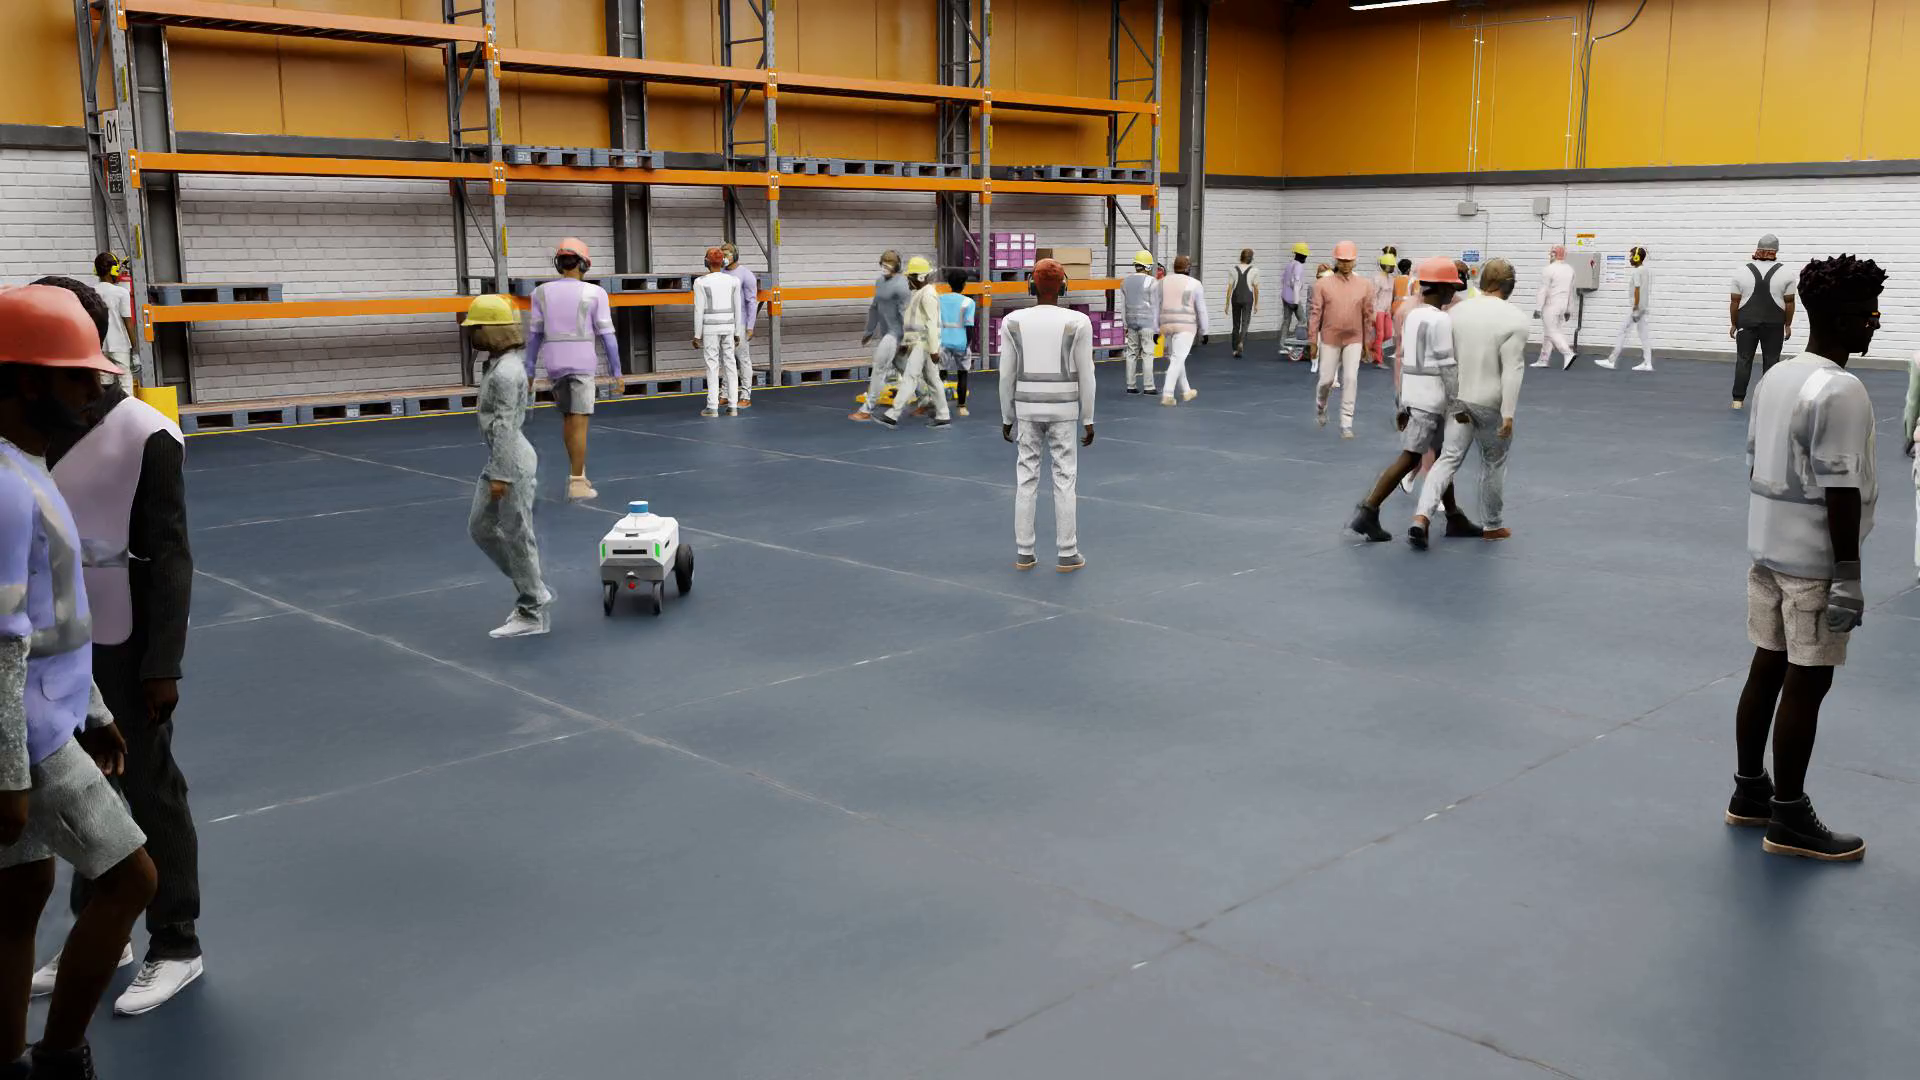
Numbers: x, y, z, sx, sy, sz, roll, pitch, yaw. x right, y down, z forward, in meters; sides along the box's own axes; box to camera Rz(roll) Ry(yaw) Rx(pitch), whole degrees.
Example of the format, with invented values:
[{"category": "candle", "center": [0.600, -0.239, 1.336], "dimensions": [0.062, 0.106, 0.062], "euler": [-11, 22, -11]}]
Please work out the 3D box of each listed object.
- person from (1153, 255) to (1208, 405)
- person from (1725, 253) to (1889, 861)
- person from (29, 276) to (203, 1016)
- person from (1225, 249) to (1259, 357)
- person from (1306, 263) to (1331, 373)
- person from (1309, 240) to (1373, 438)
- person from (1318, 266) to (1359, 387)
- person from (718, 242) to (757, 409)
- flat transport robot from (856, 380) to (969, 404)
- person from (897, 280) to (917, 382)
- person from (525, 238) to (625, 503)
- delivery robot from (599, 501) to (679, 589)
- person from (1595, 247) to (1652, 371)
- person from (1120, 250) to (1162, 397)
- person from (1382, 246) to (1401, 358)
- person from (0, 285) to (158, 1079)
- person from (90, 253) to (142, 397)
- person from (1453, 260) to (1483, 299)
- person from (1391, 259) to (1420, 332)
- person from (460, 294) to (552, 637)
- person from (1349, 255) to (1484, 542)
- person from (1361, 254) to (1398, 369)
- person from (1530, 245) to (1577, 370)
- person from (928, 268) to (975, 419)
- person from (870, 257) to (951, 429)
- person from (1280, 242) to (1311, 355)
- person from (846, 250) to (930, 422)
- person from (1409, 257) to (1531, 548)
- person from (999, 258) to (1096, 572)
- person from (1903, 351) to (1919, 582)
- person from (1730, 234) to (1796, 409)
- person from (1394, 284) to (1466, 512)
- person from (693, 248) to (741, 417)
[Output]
[{"category": "person", "center": [2.664, -2.520, 19.984], "dimensions": [0.649, 1.789, 0.975], "euler": [8, 13, 36]}, {"category": "person", "center": [2.789, 0.052, 5.459], "dimensions": [0.361, 1.965, 0.613], "euler": [0, 10, 2]}, {"category": "person", "center": [-2.257, 0.276, 4.374], "dimensions": [0.592, 1.920, 0.392], "euler": [4, 11, 21]}, {"category": "person", "center": [4.686, -3.945, 27.734], "dimensions": [0.572, 1.810, 0.780], "euler": [3, 11, 17]}, {"category": "person", "center": [5.339, -3.250, 24.419], "dimensions": [0.515, 1.611, 0.506], "euler": [2, 11, 11]}, {"category": "person", "center": [3.850, -2.037, 16.853], "dimensions": [0.623, 1.976, 0.725], "euler": [0, 10, 2]}, {"category": "person", "center": [5.057, -2.967, 22.333], "dimensions": [0.636, 1.829, 0.592], "euler": [-2, 11, -10]}, {"category": "person", "center": [-2.657, -2.509, 19.507], "dimensions": [0.629, 1.940, 0.376], "euler": [6, 12, 29]}, {"category": "flat transport robot", "center": [-0.568, -1.812, 20.254], "dimensions": [0.652, 0.197, 1.431], "euler": [7, 13, 35]}, {"category": "person", "center": [-0.568, -2.828, 22.186], "dimensions": [0.526, 1.579, 0.864], "euler": [8, 13, 38]}, {"category": "person", "center": [-2.964, -1.310, 12.815], "dimensions": [0.759, 1.986, 0.791], "euler": [2, 11, 12]}, {"category": "delivery robot", "center": [-1.765, 0.030, 9.180], "dimensions": [0.477, 0.478, 0.707], "euler": [0, 10, -2]}, {"category": "person", "center": [10.077, -3.477, 25.060], "dimensions": [0.902, 1.828, 0.565], "euler": [9, 14, 41]}, {"category": "person", "center": [2.300, -2.719, 20.942], "dimensions": [0.586, 1.833, 0.403], "euler": [9, 14, 41]}, {"category": "person", "center": [7.006, -3.928, 27.546], "dimensions": [0.936, 1.824, 0.515], "euler": [5, 12, 25]}, {"category": "person", "center": [-2.012, 0.406, 3.671], "dimensions": [0.504, 1.913, 0.538], "euler": [-7, 12, -33]}, {"category": "person", "center": [-7.873, -1.735, 15.491], "dimensions": [0.512, 1.865, 0.329], "euler": [1, 10, 7]}, {"category": "person", "center": [4.935, -1.913, 16.685], "dimensions": [0.607, 1.796, 0.937], "euler": [1, 10, 7]}, {"category": "person", "center": [6.769, -3.450, 25.349], "dimensions": [0.457, 1.666, 0.592], "euler": [-10, 14, -43]}, {"category": "person", "center": [-2.291, -0.359, 8.343], "dimensions": [0.380, 1.731, 0.486], "euler": [-5, 11, -24]}, {"category": "person", "center": [3.058, -0.925, 10.993], "dimensions": [0.984, 1.899, 0.543], "euler": [0, 10, -2]}, {"category": "person", "center": [6.363, -3.465, 25.244], "dimensions": [0.537, 1.752, 0.524], "euler": [-10, 14, -44]}, {"category": "person", "center": [9.048, -3.519, 25.198], "dimensions": [0.647, 1.883, 0.867], "euler": [-7, 13, -34]}, {"category": "person", "center": [-0.103, -2.144, 18.258], "dimensions": [0.532, 1.666, 0.778], "euler": [4, 11, 20]}, {"category": "person", "center": [-0.500, -2.039, 17.338], "dimensions": [0.896, 1.784, 0.605], "euler": [-1, 10, -5]}, {"category": "person", "center": [5.667, -4.072, 28.130], "dimensions": [0.525, 1.898, 0.607], "euler": [-3, 11, -17]}, {"category": "person", "center": [-0.708, -2.222, 18.143], "dimensions": [1.049, 1.870, 0.658], "euler": [-4, 11, -20]}, {"category": "person", "center": [3.308, -0.874, 10.759], "dimensions": [0.965, 1.898, 0.647], "euler": [-9, 14, -42]}, {"category": "person", "center": [0.530, -0.745, 10.030], "dimensions": [0.584, 1.884, 0.347], "euler": [3, 11, 15]}, {"category": "person", "center": [5.818, -0.566, 9.766], "dimensions": [0.518, 1.619, 0.567], "euler": [8, 13, 36]}, {"category": "person", "center": [9.329, -2.534, 19.361], "dimensions": [0.688, 2.000, 0.539], "euler": [6, 12, 29]}, {"category": "person", "center": [3.535, -1.184, 12.498], "dimensions": [0.648, 1.867, 0.856], "euler": [-3, 11, -14]}, {"category": "person", "center": [-2.714, -2.315, 18.600], "dimensions": [0.573, 1.883, 0.355], "euler": [-7, 13, -34]}]
